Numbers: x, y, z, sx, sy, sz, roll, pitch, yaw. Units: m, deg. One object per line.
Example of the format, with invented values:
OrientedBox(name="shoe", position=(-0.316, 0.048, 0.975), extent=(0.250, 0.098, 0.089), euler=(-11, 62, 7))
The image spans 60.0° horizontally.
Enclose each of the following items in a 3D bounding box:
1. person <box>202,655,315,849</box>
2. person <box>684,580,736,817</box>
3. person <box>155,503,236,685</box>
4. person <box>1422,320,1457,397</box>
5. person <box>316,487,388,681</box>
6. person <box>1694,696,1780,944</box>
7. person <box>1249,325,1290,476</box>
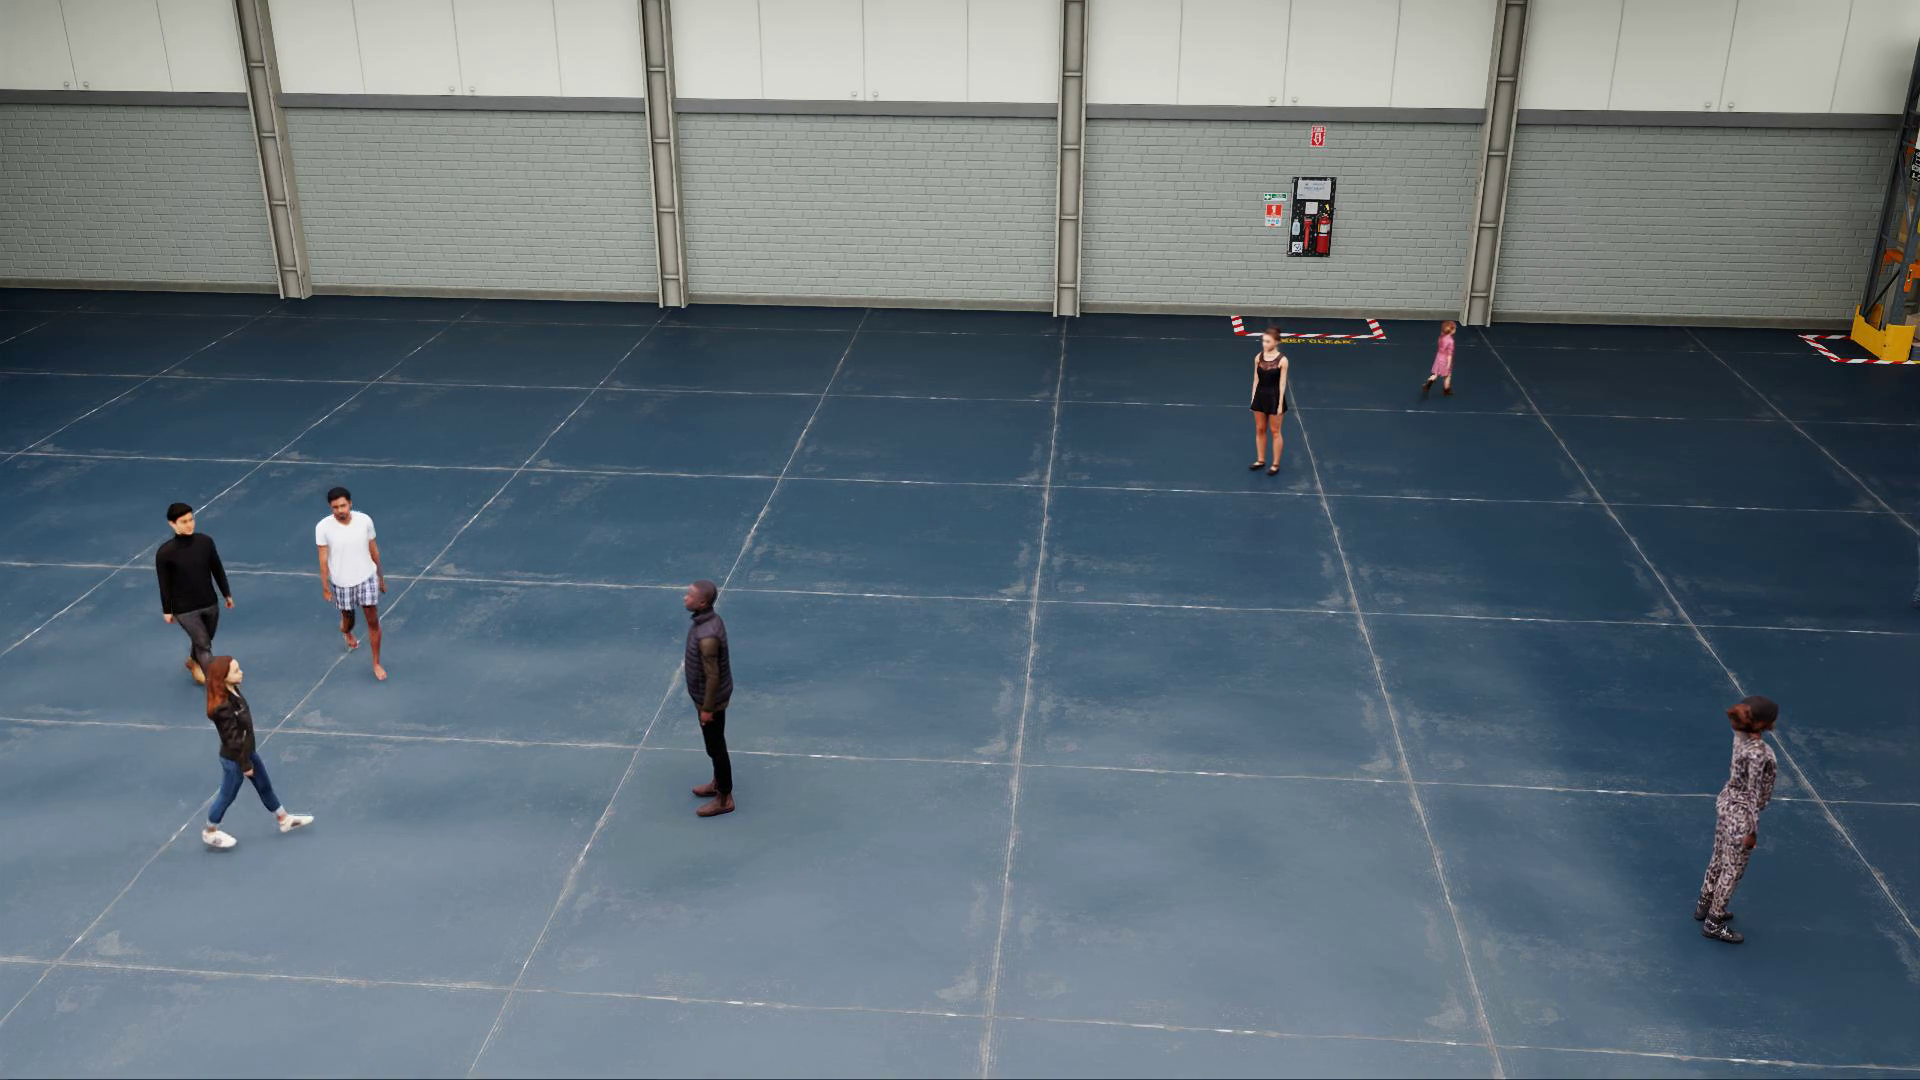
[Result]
OrientedBox(name="person", position=(-5.124, 1.502, 11.612), extent=(1.051, 1.446, 0.802), euler=(-6, 24, -14))
OrientedBox(name="person", position=(-1.803, 1.119, 12.015), extent=(0.684, 1.835, 0.757), euler=(-4, 23, -10))
OrientedBox(name="person", position=(-6.340, 0.473, 13.697), extent=(1.170, 1.708, 1.002), euler=(16, 28, 33))
OrientedBox(name="person", position=(6.108, -2.295, 21.101), extent=(0.762, 1.008, 0.637), euler=(-11, 25, -24))
OrientedBox(name="person", position=(-5.139, 0.318, 14.066), extent=(1.000, 1.704, 1.010), euler=(-13, 26, -28))
OrientedBox(name="person", position=(4.985, 1.764, 10.653), extent=(0.583, 1.715, 0.592), euler=(4, 23, 10))
OrientedBox(name="person", position=(3.455, -1.568, 18.533), extent=(0.670, 1.680, 0.751), euler=(19, 30, 38))
